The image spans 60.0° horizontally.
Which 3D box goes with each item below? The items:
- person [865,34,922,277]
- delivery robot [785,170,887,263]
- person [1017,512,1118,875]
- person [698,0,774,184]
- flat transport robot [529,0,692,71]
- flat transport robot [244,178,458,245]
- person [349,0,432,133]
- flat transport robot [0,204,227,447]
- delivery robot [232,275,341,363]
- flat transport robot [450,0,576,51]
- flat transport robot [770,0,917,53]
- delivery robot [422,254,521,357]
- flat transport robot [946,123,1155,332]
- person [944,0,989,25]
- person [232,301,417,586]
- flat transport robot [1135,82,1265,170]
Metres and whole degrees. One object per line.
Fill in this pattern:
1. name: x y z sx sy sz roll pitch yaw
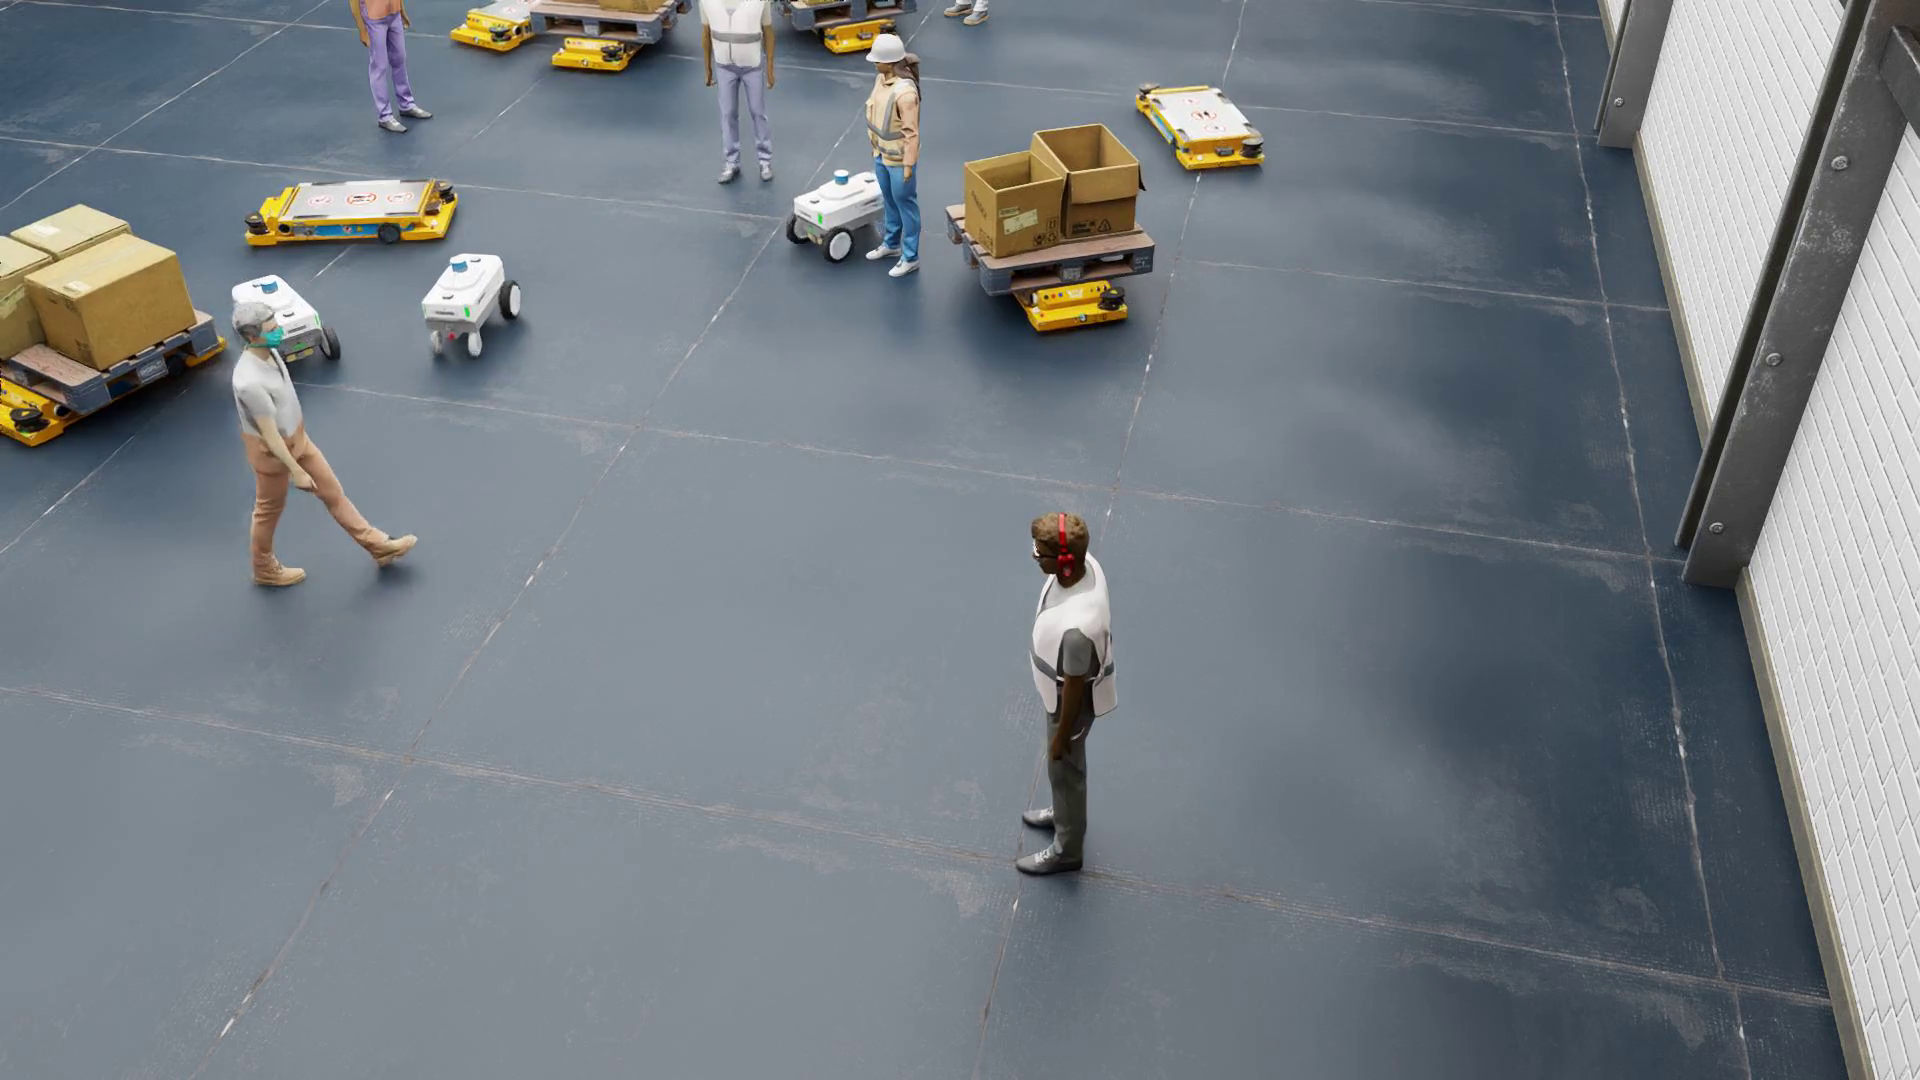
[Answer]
1. person: -0.445 -2.690 11.601 0.371 1.726 0.486 -19 41 -23
2. delivery robot: -0.881 -2.401 12.208 0.797 0.613 0.499 -29 46 -33
3. person: 0.461 0.653 7.041 0.406 1.834 0.563 1 37 1
4. person: -1.698 -3.631 12.779 0.563 1.829 0.487 4 37 5
5. flat transport robot: -3.234 -4.752 15.578 0.659 0.231 1.431 8 37 10
6. flat transport robot: -4.566 -2.465 12.517 1.431 0.231 0.659 -3 37 -3
7. person: -4.766 -4.286 13.647 0.378 1.835 0.564 14 39 18
8. flat transport robot: -5.528 -1.088 10.675 0.659 0.231 1.431 21 42 25
9. delivery robot: -4.460 -1.439 10.895 0.499 0.582 0.773 -27 44 -31
10. flat transport robot: -4.157 -5.051 15.978 0.659 0.231 1.431 19 41 23
11. flat transport robot: -1.149 -5.008 15.920 0.659 0.231 1.431 -16 40 -20
12. delivery robot: -3.306 -1.618 11.159 0.499 0.611 0.814 4 37 5
13. flat transport robot: 0.632 -1.931 11.803 0.659 0.231 1.431 -10 38 -14
14. person: 0.096 -5.847 15.696 0.356 1.882 0.571 -24 43 -29
15. person: -3.449 -0.483 8.671 0.925 1.697 0.508 -1 37 -2
16. flat transport robot: 1.988 -3.470 13.862 0.659 0.231 1.431 -7 37 -10
